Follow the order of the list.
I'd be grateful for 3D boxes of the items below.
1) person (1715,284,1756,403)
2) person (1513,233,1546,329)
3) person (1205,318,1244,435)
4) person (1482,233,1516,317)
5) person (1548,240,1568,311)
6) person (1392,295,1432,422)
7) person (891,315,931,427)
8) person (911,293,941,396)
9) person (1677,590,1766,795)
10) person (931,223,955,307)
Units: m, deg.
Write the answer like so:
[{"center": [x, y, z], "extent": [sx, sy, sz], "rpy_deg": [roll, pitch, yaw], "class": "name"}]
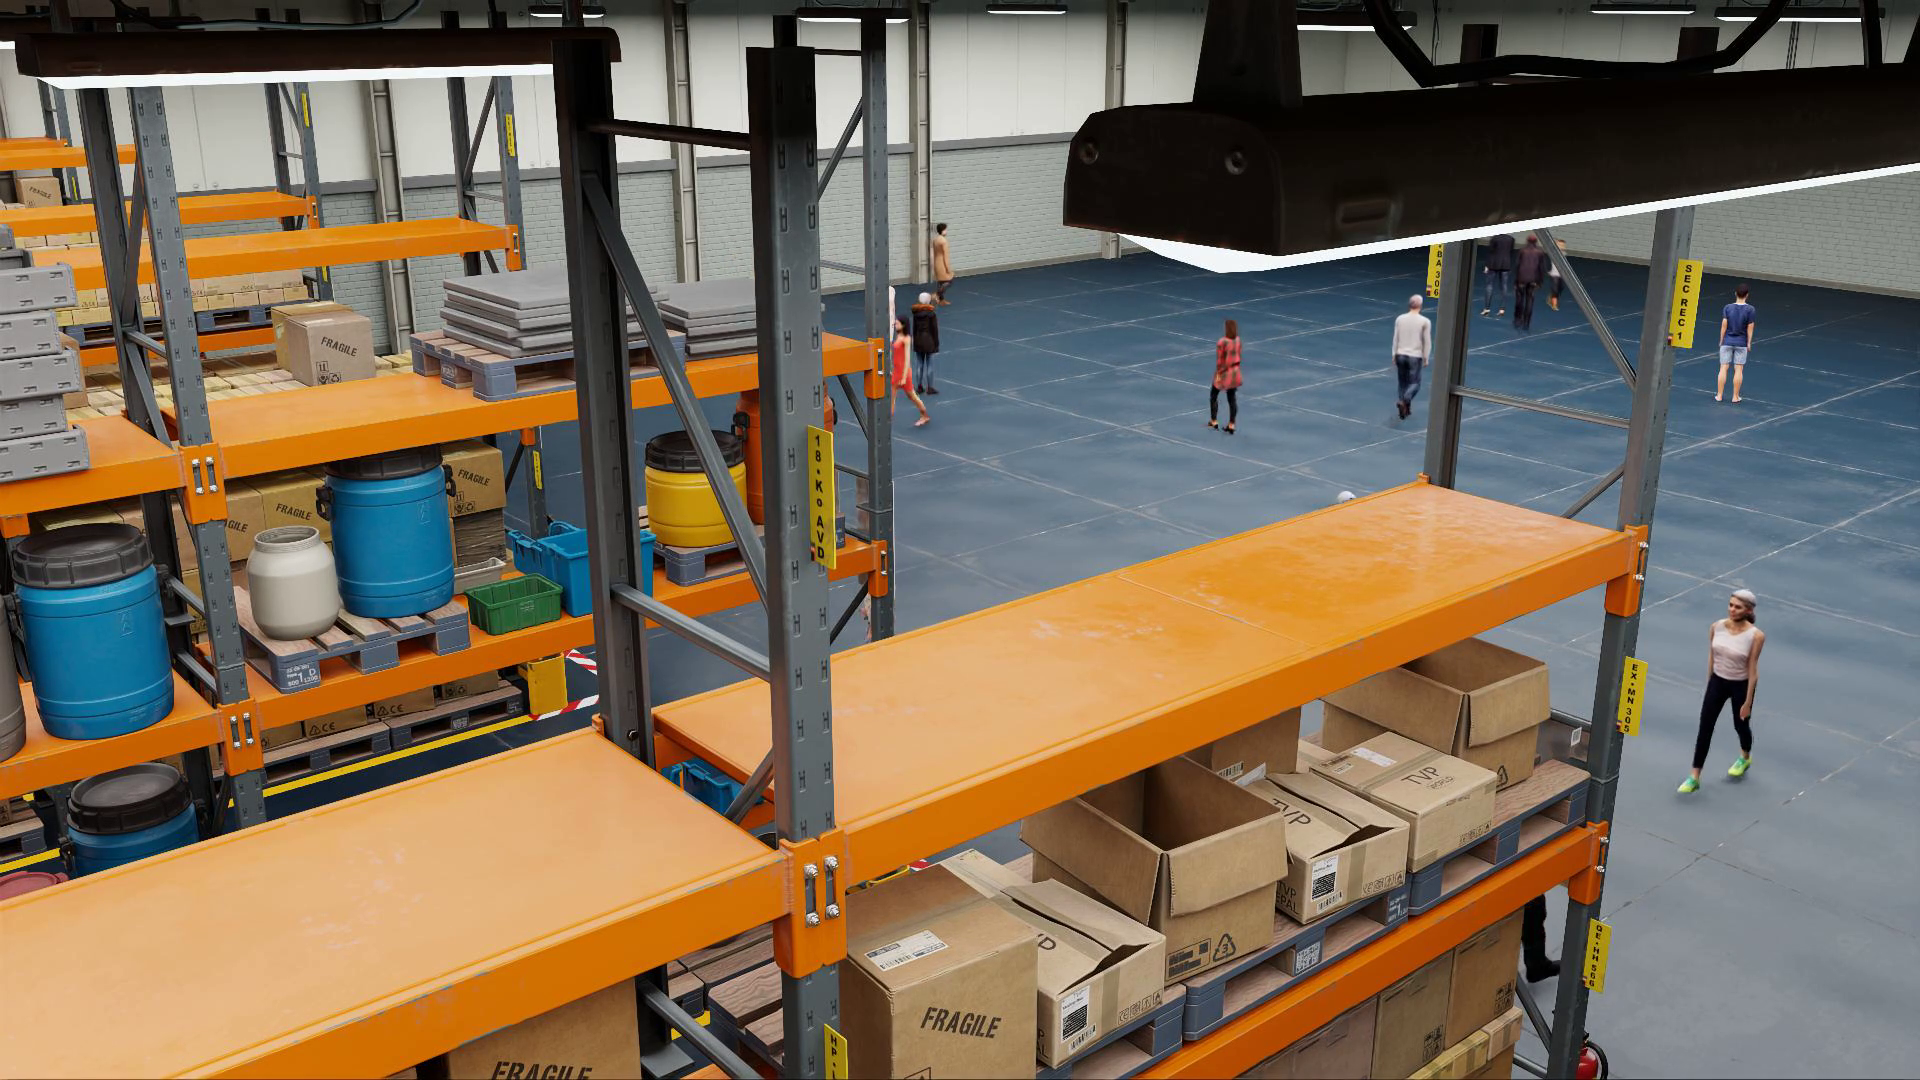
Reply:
[{"center": [12.225, -3.107, 26.232], "extent": [0.694, 1.848, 0.678], "rpy_deg": [9, 20, 26], "class": "person"}, {"center": [10.951, -4.977, 32.067], "extent": [1.127, 1.790, 1.291], "rpy_deg": [5, 19, 15], "class": "person"}, {"center": [3.941, -2.367, 24.223], "extent": [0.757, 1.685, 0.768], "rpy_deg": [-10, 21, -28], "class": "person"}, {"center": [9.733, -4.951, 30.169], "extent": [0.813, 1.780, 0.788], "rpy_deg": [1, 18, 3], "class": "person"}, {"center": [12.323, -5.522, 34.310], "extent": [0.975, 1.437, 0.995], "rpy_deg": [0, 18, 0], "class": "person"}, {"center": [6.721, -2.702, 24.924], "extent": [0.924, 1.888, 1.157], "rpy_deg": [11, 21, 31], "class": "person"}, {"center": [-0.762, -2.437, 24.448], "extent": [1.163, 1.679, 0.758], "rpy_deg": [-9, 20, -26], "class": "person"}, {"center": [-0.559, -3.165, 26.754], "extent": [0.716, 1.635, 0.718], "rpy_deg": [10, 20, 27], "class": "person"}, {"center": [6.223, 1.204, 13.304], "extent": [1.165, 1.654, 0.645], "rpy_deg": [-13, 22, -34], "class": "person"}, {"center": [-0.435, -5.657, 34.269], "extent": [0.831, 1.718, 0.709], "rpy_deg": [-11, 21, -30], "class": "person"}]
